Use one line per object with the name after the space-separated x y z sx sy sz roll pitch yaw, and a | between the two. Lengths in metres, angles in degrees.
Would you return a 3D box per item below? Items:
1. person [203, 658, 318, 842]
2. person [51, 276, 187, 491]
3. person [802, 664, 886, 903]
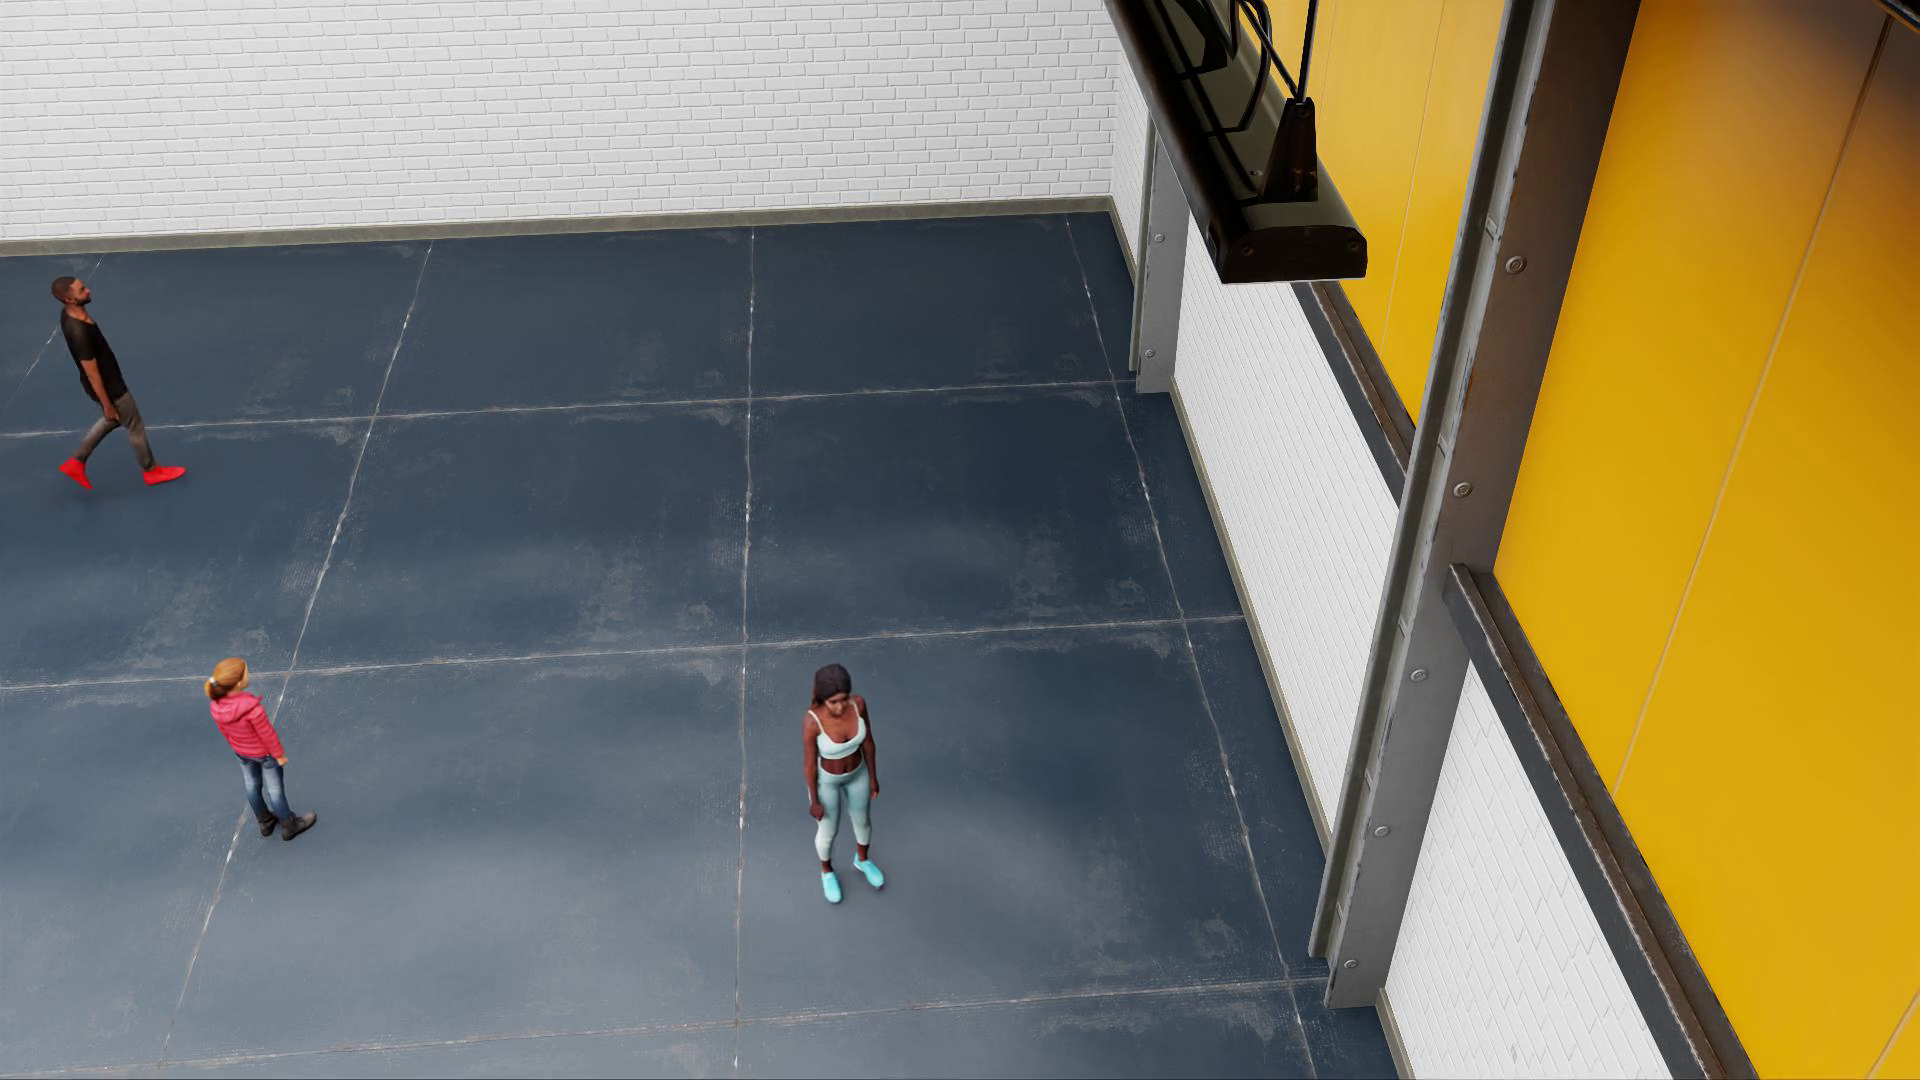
-4.052 1.209 9.548 0.586 1.314 0.606 13 40 15 | person
-6.302 -1.097 12.056 1.006 1.787 1.083 -21 43 -24 | person
-0.656 1.311 9.096 0.647 1.719 0.650 -20 43 -24 | person
